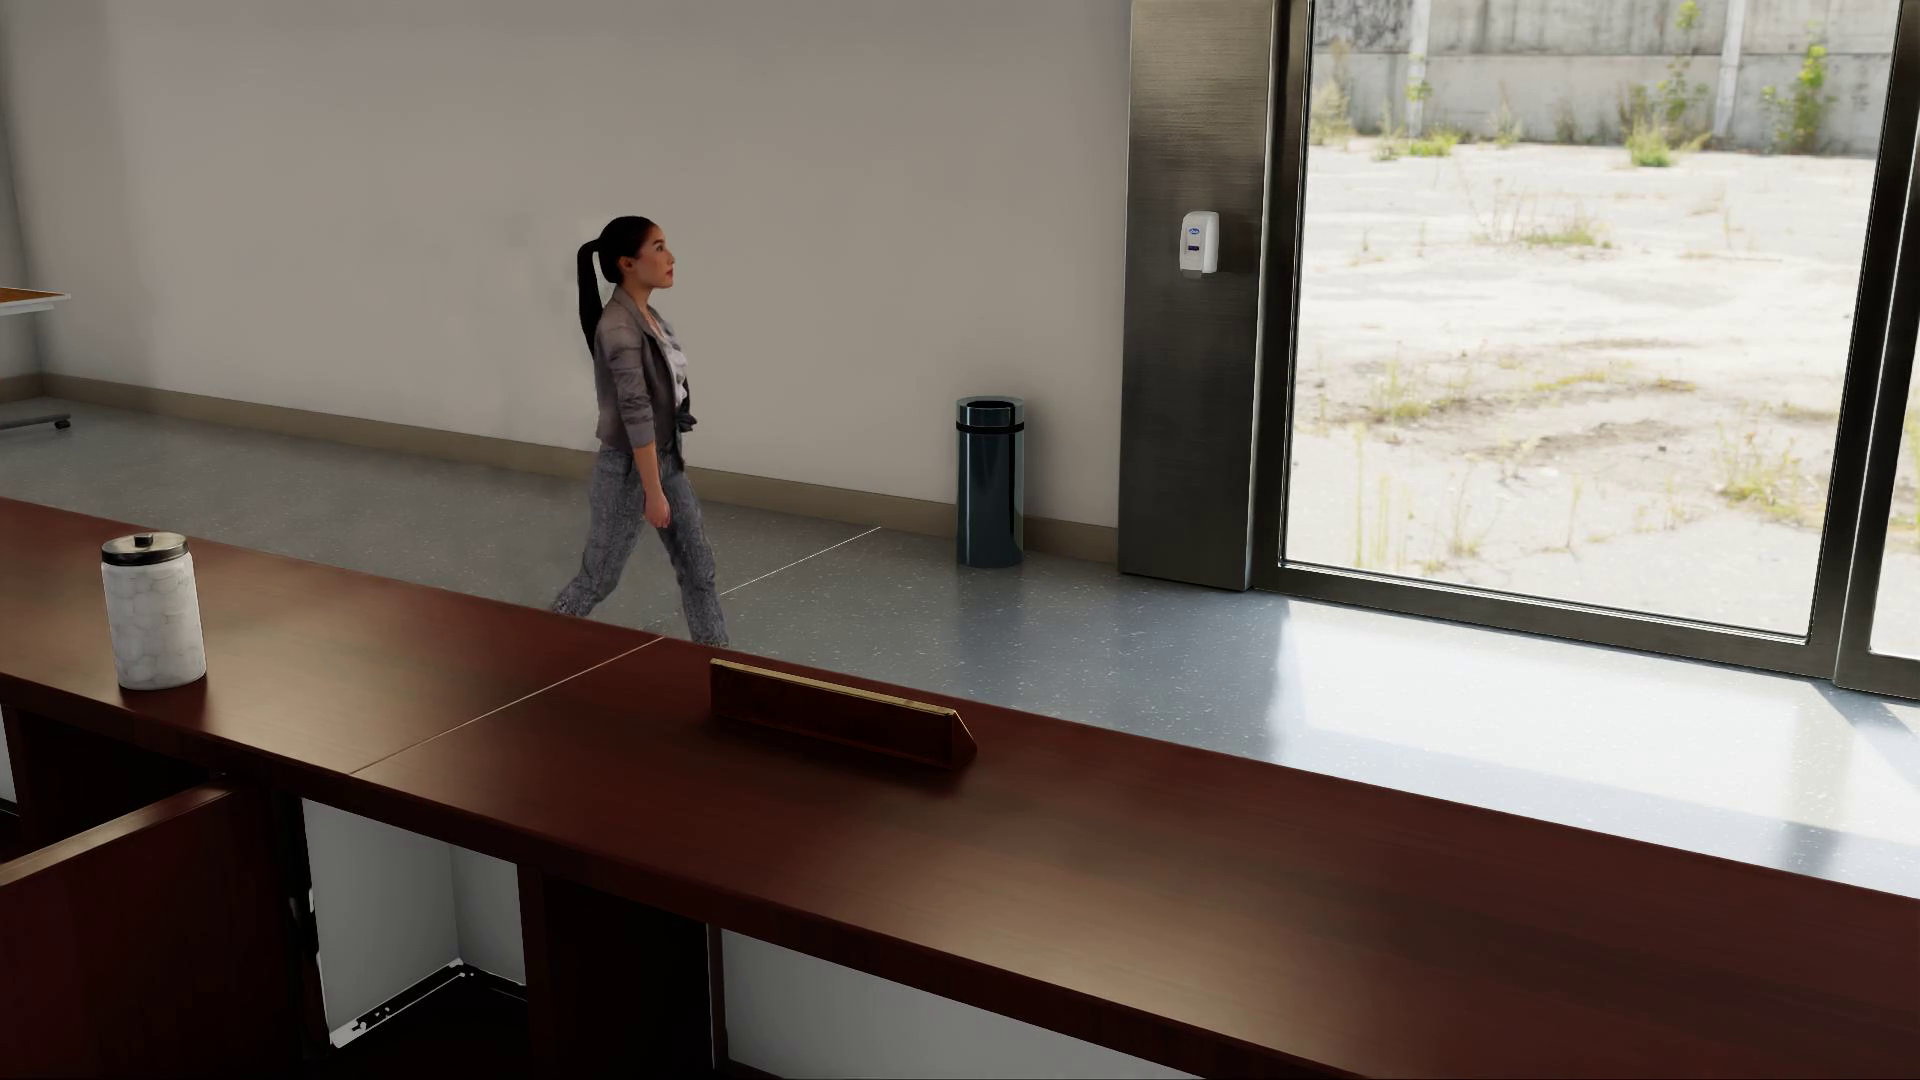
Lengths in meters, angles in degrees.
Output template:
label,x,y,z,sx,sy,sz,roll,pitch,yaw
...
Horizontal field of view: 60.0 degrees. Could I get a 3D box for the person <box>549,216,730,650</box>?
label,x,y,z,sx,sy,sz,roll,pitch,yaw
person,-1.121,-0.171,5.336,1.025,1.637,1.136,0,16,2
